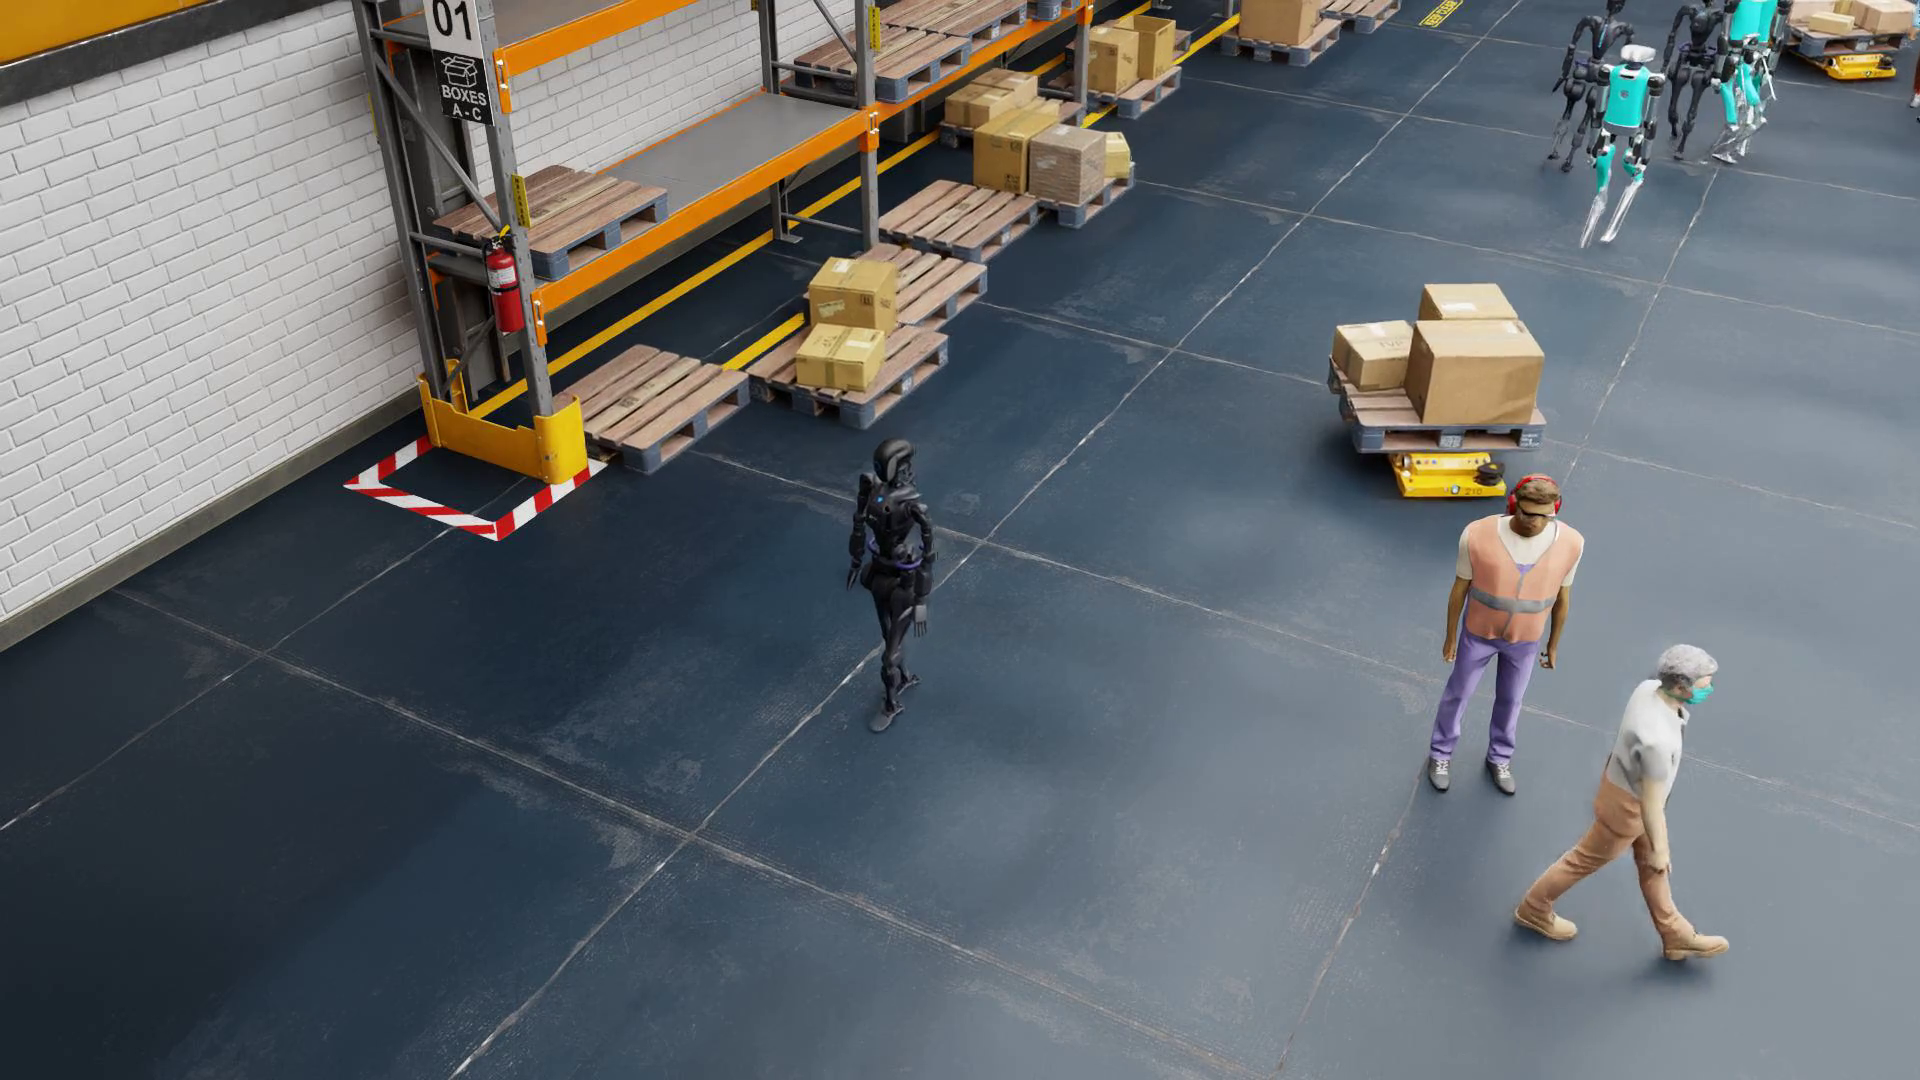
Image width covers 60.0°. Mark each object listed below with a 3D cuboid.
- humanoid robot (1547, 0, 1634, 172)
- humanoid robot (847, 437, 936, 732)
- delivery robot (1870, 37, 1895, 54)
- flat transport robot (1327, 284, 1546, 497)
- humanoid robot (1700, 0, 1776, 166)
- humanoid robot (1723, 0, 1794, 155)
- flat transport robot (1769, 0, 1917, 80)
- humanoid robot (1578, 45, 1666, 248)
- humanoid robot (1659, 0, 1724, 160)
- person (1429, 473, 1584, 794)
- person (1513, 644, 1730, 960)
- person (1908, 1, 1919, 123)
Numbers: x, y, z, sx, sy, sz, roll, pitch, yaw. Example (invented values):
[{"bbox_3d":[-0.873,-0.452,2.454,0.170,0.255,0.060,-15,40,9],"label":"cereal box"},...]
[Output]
[{"bbox_3d":[5.763,-4.206,15.238,0.599,1.639,0.362,16,37,23],"label":"humanoid robot"},{"bbox_3d":[-0.378,0.212,8.547,0.599,1.646,0.548,28,43,36],"label":"humanoid robot"},{"bbox_3d":[10.339,-5.818,18.690,0.525,0.594,0.766,11,35,16],"label":"delivery robot"},{"bbox_3d":[3.167,-0.736,11.262,0.659,0.231,1.431,-1,33,-1],"label":"flat transport robot"},{"bbox_3d":[7.244,-4.239,15.273,0.536,1.841,0.666,-14,36,-21],"label":"humanoid robot"},{"bbox_3d":[7.434,-4.467,15.625,0.530,1.837,0.739,23,40,30],"label":"humanoid robot"},{"bbox_3d":[9.559,-5.382,18.290,0.659,0.231,1.431,-5,34,-8],"label":"flat transport robot"},{"bbox_3d":[5.501,-3.223,13.746,0.539,1.841,0.747,24,40,32],"label":"humanoid robot"},{"bbox_3d":[6.895,-4.455,15.641,0.605,1.650,0.463,23,40,30],"label":"humanoid robot"},{"bbox_3d":[2.622,0.443,8.061,0.559,1.836,0.391,3,34,5],"label":"person"},{"bbox_3d":[2.951,1.150,7.109,0.918,1.692,0.512,14,36,20],"label":"person"},{"bbox_3d":[9.730,-5.082,16.433,0.561,1.825,0.986,20,38,27],"label":"person"}]
